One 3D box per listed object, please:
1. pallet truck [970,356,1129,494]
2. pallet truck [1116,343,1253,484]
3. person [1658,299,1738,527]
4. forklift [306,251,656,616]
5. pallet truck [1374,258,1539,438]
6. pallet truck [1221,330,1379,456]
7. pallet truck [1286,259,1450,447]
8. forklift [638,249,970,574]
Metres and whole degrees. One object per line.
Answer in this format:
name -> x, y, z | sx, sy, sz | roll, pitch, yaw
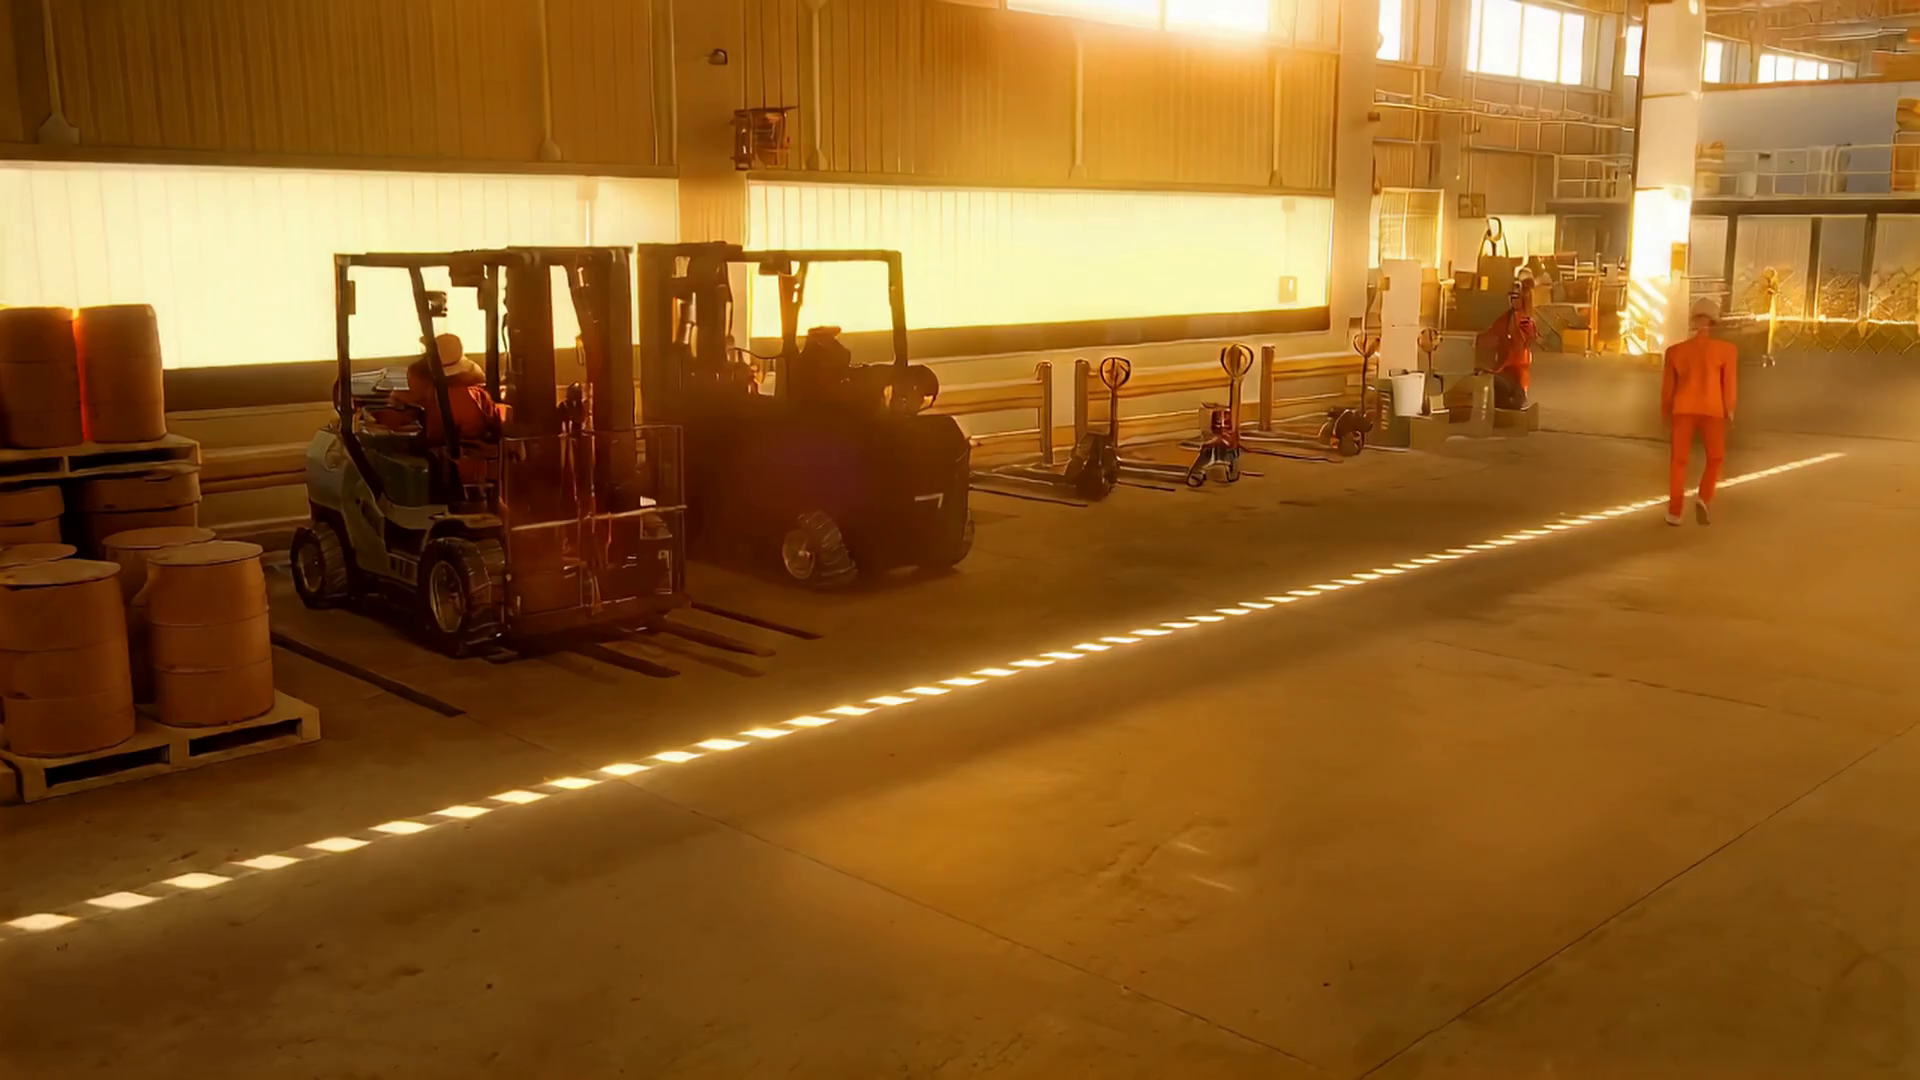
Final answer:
pallet truck -> 0.784, -1.085, 14.876 | 0.680, 1.201, 1.601 | -10, 14, -44
pallet truck -> 1.962, -1.215, 15.415 | 1.522, 1.261, 0.704 | 10, 14, 43
person -> 5.644, -0.957, 12.739 | 0.565, 1.756, 0.374 | 6, 12, 30
forklift -> -2.833, -0.669, 9.694 | 1.157, 1.987, 2.680 | -10, 14, -44
pallet truck -> 5.704, -2.208, 18.901 | 1.885, 1.965, 0.823 | 10, 14, 43
pallet truck -> 3.563, -1.581, 17.381 | 0.653, 1.274, 1.630 | -10, 14, -44
pallet truck -> 4.493, -2.078, 18.196 | 0.823, 1.965, 1.885 | -9, 14, -40
forklift -> -1.173, -0.958, 11.239 | 2.680, 1.987, 1.157 | 10, 14, 43
